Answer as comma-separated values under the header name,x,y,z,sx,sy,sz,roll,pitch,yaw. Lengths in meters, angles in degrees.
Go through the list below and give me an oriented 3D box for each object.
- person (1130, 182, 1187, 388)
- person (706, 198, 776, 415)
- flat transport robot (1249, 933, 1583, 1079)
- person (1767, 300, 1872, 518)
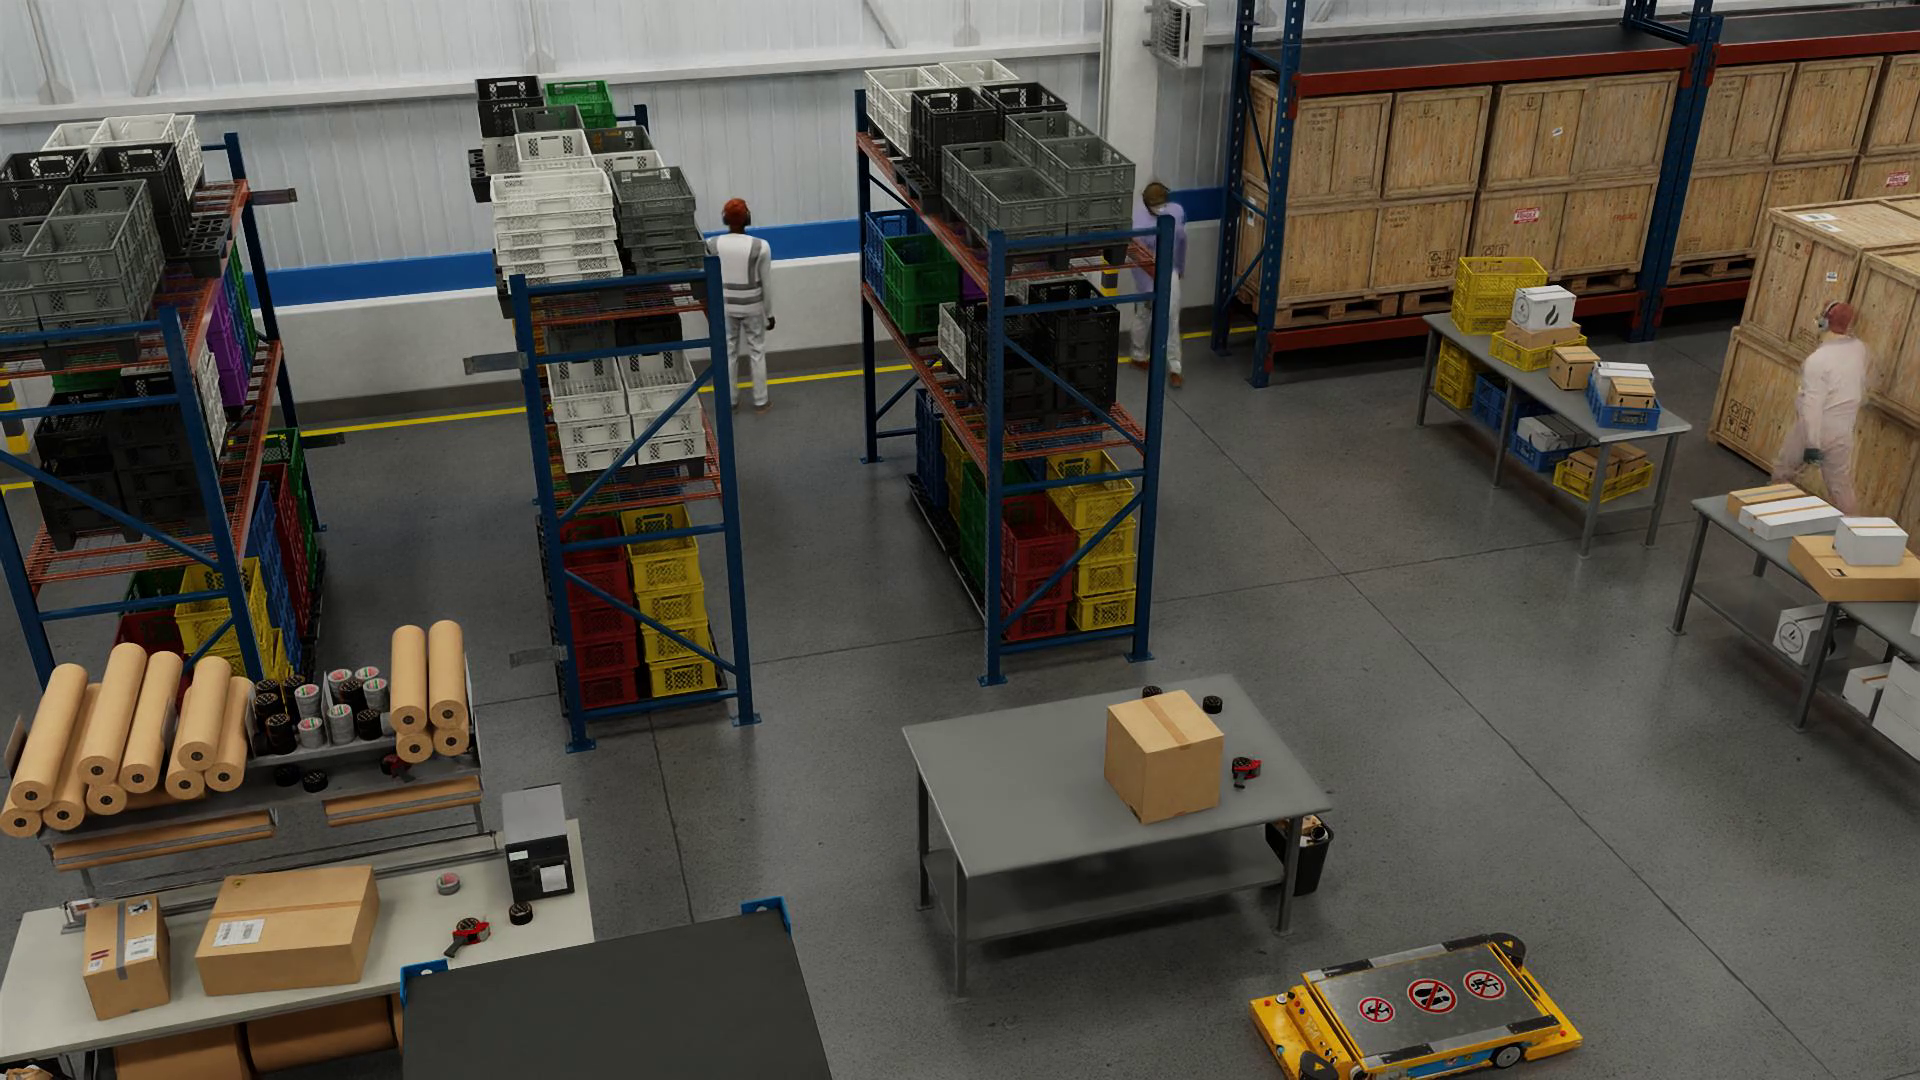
name,x,y,z,sx,sy,sz,roll,pitch,yaw
person,1.751,-2.243,14.562,0.696,1.876,0.844,-12,31,-21
person,-1.843,-1.955,14.042,0.583,1.878,0.362,5,29,9
flat transport robot,2.184,2.282,7.980,1.431,0.197,0.652,-8,30,-14
person,6.281,-0.781,11.958,0.650,1.836,1.022,-12,31,-20
